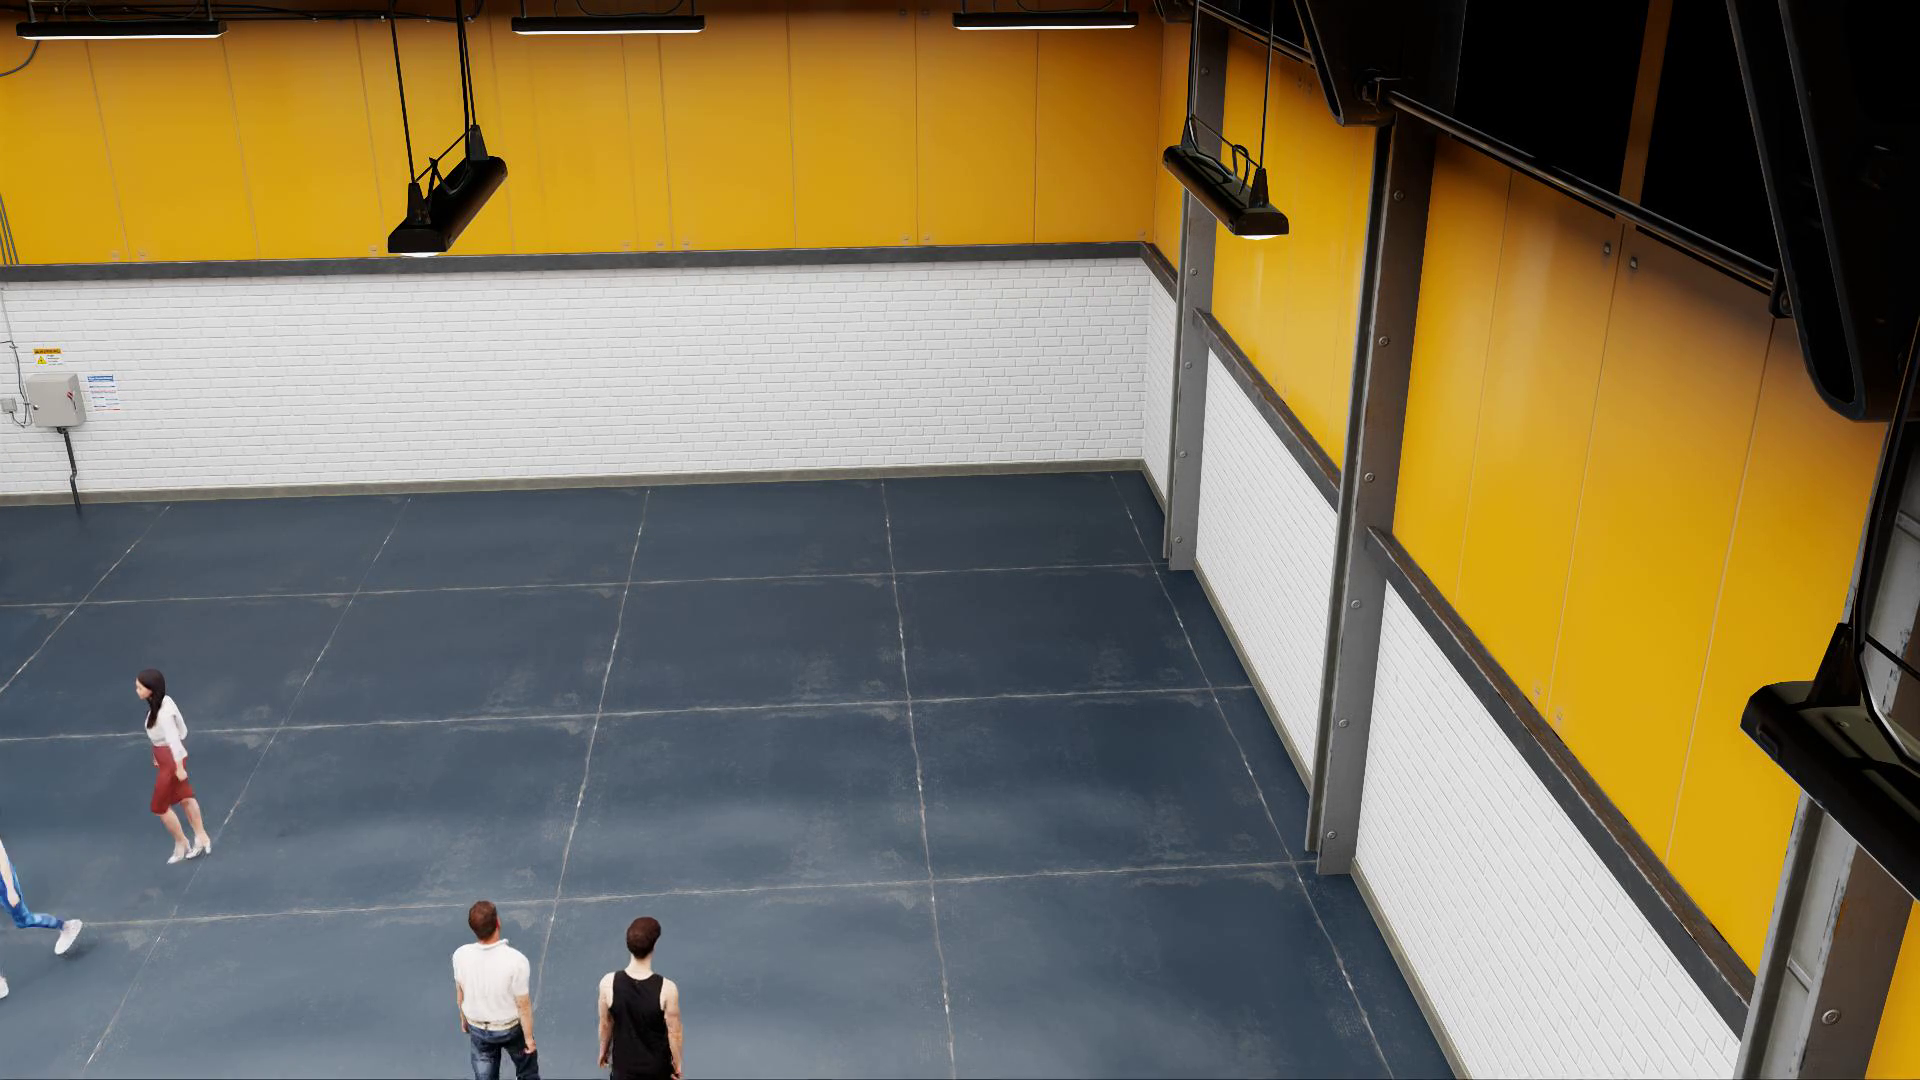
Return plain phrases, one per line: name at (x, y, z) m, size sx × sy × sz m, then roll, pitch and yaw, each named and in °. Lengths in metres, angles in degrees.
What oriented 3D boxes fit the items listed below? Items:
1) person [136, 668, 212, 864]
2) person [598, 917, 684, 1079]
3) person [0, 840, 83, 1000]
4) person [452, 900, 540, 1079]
person at (-6.328, 1.822, 13.541) m, size 0.797 × 1.736 × 0.701 m, roll -14°, pitch 27°, yaw -29°
person at (-1.969, 3.217, 10.181) m, size 0.770 × 1.872 × 1.016 m, roll -1°, pitch 24°, yaw -2°
person at (-6.895, 2.470, 12.041) m, size 0.949 × 1.751 × 1.207 m, roll 10°, pitch 26°, yaw 22°
person at (-2.950, 3.148, 10.412) m, size 0.900 × 1.814 × 1.280 m, roll 4°, pitch 24°, yaw 10°
